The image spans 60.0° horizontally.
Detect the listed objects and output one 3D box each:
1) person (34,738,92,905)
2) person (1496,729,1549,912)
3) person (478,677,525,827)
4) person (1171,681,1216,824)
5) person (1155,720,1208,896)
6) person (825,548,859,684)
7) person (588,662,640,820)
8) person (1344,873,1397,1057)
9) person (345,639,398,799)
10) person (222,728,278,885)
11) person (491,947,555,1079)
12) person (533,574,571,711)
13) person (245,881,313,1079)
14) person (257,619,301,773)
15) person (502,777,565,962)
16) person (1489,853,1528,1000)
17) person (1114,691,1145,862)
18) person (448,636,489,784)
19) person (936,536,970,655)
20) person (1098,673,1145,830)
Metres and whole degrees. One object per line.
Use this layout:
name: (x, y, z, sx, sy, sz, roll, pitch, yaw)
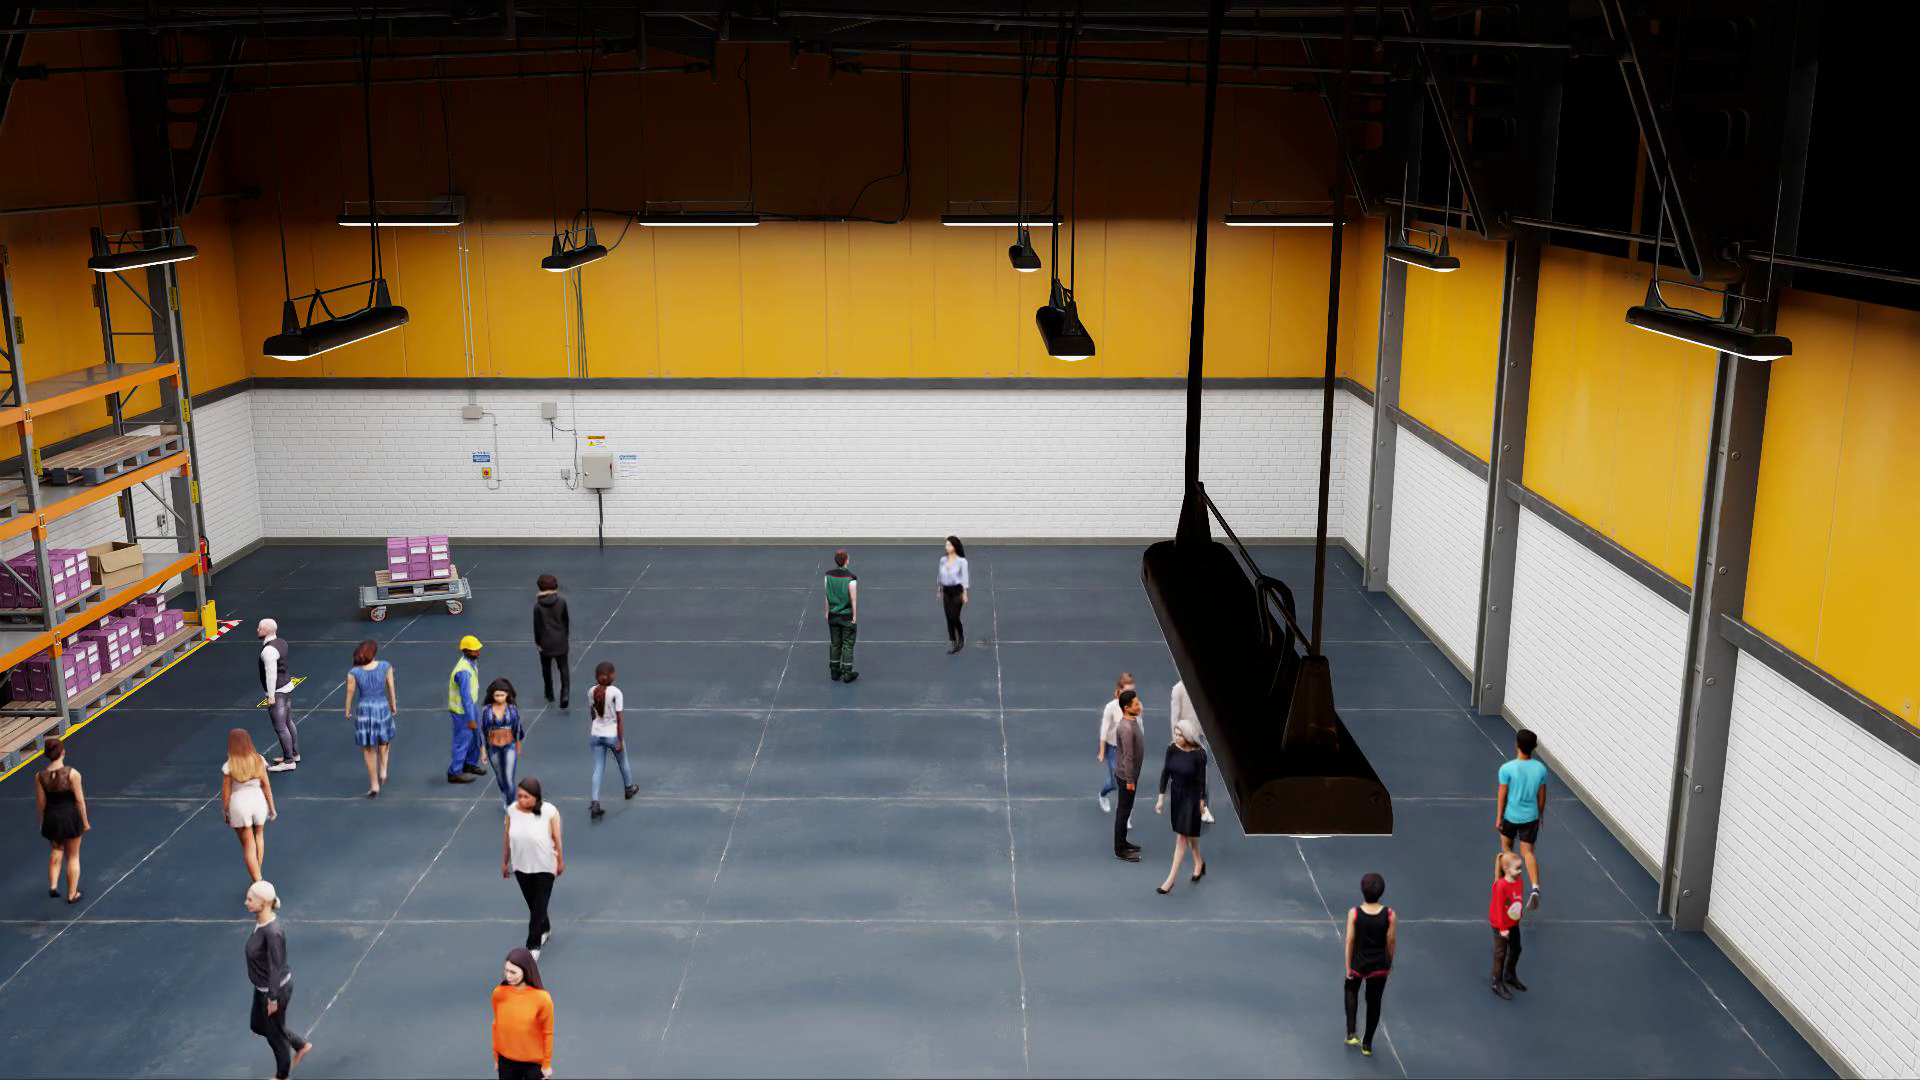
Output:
person: (-8.633, 2.721, 15.919, 0.595, 1.675, 0.648, -1, 14, -2)
person: (5.375, 2.694, 15.870, 0.619, 1.750, 1.032, 0, 14, -1)
person: (-4.963, 2.264, 18.015, 0.704, 1.577, 1.048, -2, 14, -7)
person: (2.477, 2.111, 18.135, 0.816, 1.817, 1.104, -2, 14, -10)
person: (2.257, 2.588, 16.396, 1.034, 1.708, 1.153, 10, 17, 36)
person: (-1.612, 1.009, 22.634, 0.721, 1.842, 0.726, 6, 15, 24)
person: (-3.883, 2.203, 18.066, 0.801, 1.671, 1.198, 4, 14, 16)
person: (3.277, 3.418, 13.324, 0.596, 1.540, 0.611, 3, 14, 12)
person: (-6.526, 2.012, 18.597, 0.880, 1.792, 0.934, -9, 16, -33)
person: (-6.878, 2.667, 16.142, 0.888, 1.674, 0.965, -12, 18, -40)
person: (-3.091, 3.683, 11.788, 0.665, 1.749, 0.622, 3, 14, 12)
person: (-5.230, 1.330, 21.496, 0.876, 1.754, 1.174, -5, 15, -20)
person: (-5.266, 3.427, 12.911, 0.847, 1.718, 0.781, -9, 16, -32)
person: (-7.971, 1.792, 19.443, 0.775, 1.820, 0.575, -2, 14, -9)
person: (-3.832, 2.924, 15.112, 0.822, 1.660, 1.046, 4, 14, 14)
person: (4.696, 3.297, 14.375, 0.615, 1.281, 0.664, -9, 16, -32)
person: (1.713, 2.393, 17.075, 0.742, 1.768, 0.533, -6, 15, -23)
person: (-5.709, 1.930, 18.981, 0.732, 1.770, 0.676, -1, 14, -6)
person: (-0.040, 0.784, 23.797, 0.788, 1.732, 0.822, 9, 16, 32)
person: (1.708, 2.234, 17.854, 0.791, 1.709, 0.913, -4, 14, -16)
